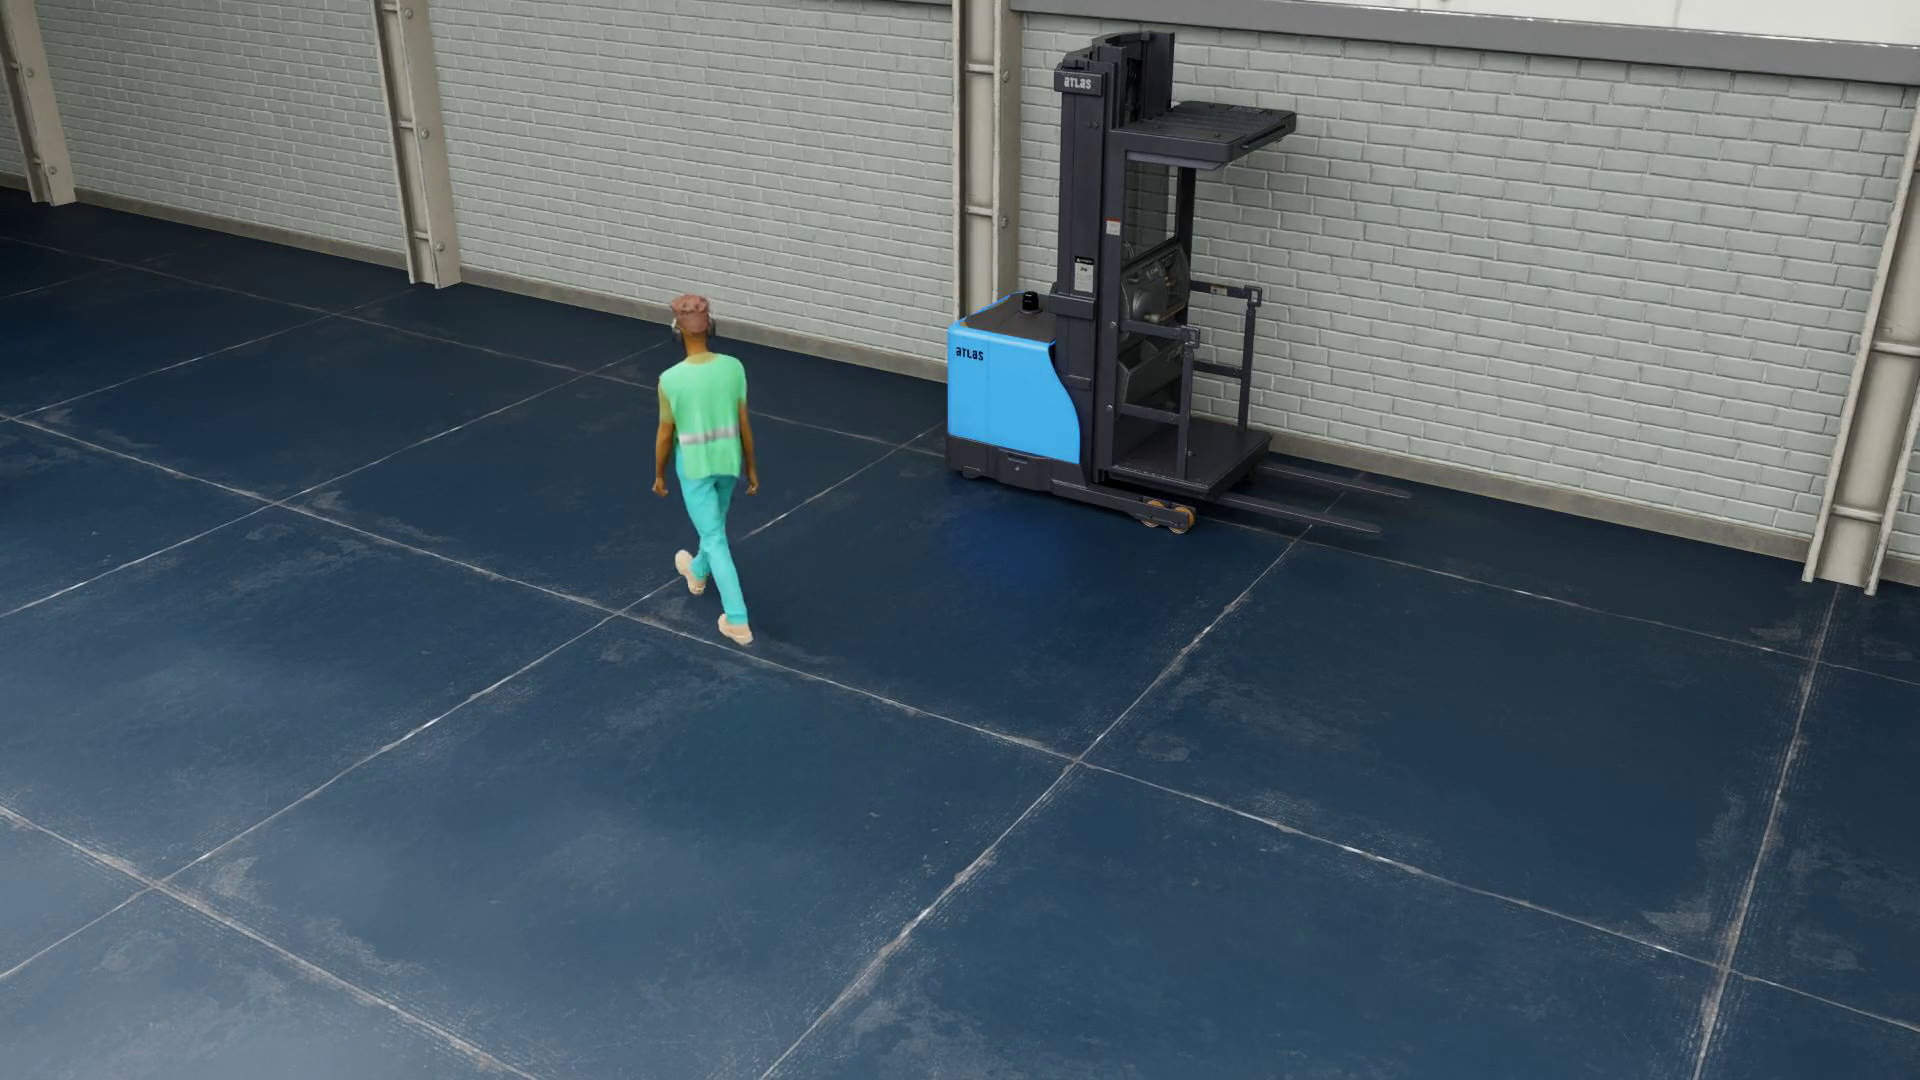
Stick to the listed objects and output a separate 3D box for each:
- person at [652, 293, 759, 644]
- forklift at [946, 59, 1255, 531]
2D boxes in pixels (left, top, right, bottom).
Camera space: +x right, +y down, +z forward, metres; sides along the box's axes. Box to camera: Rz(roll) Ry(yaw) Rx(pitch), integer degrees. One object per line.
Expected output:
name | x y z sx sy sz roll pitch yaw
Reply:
person | -1.455 -0.433 9.232 0.506 1.922 1.006 -17 30 -32
forklift | 0.933 -1.707 10.833 1.873 2.768 1.129 15 29 28
